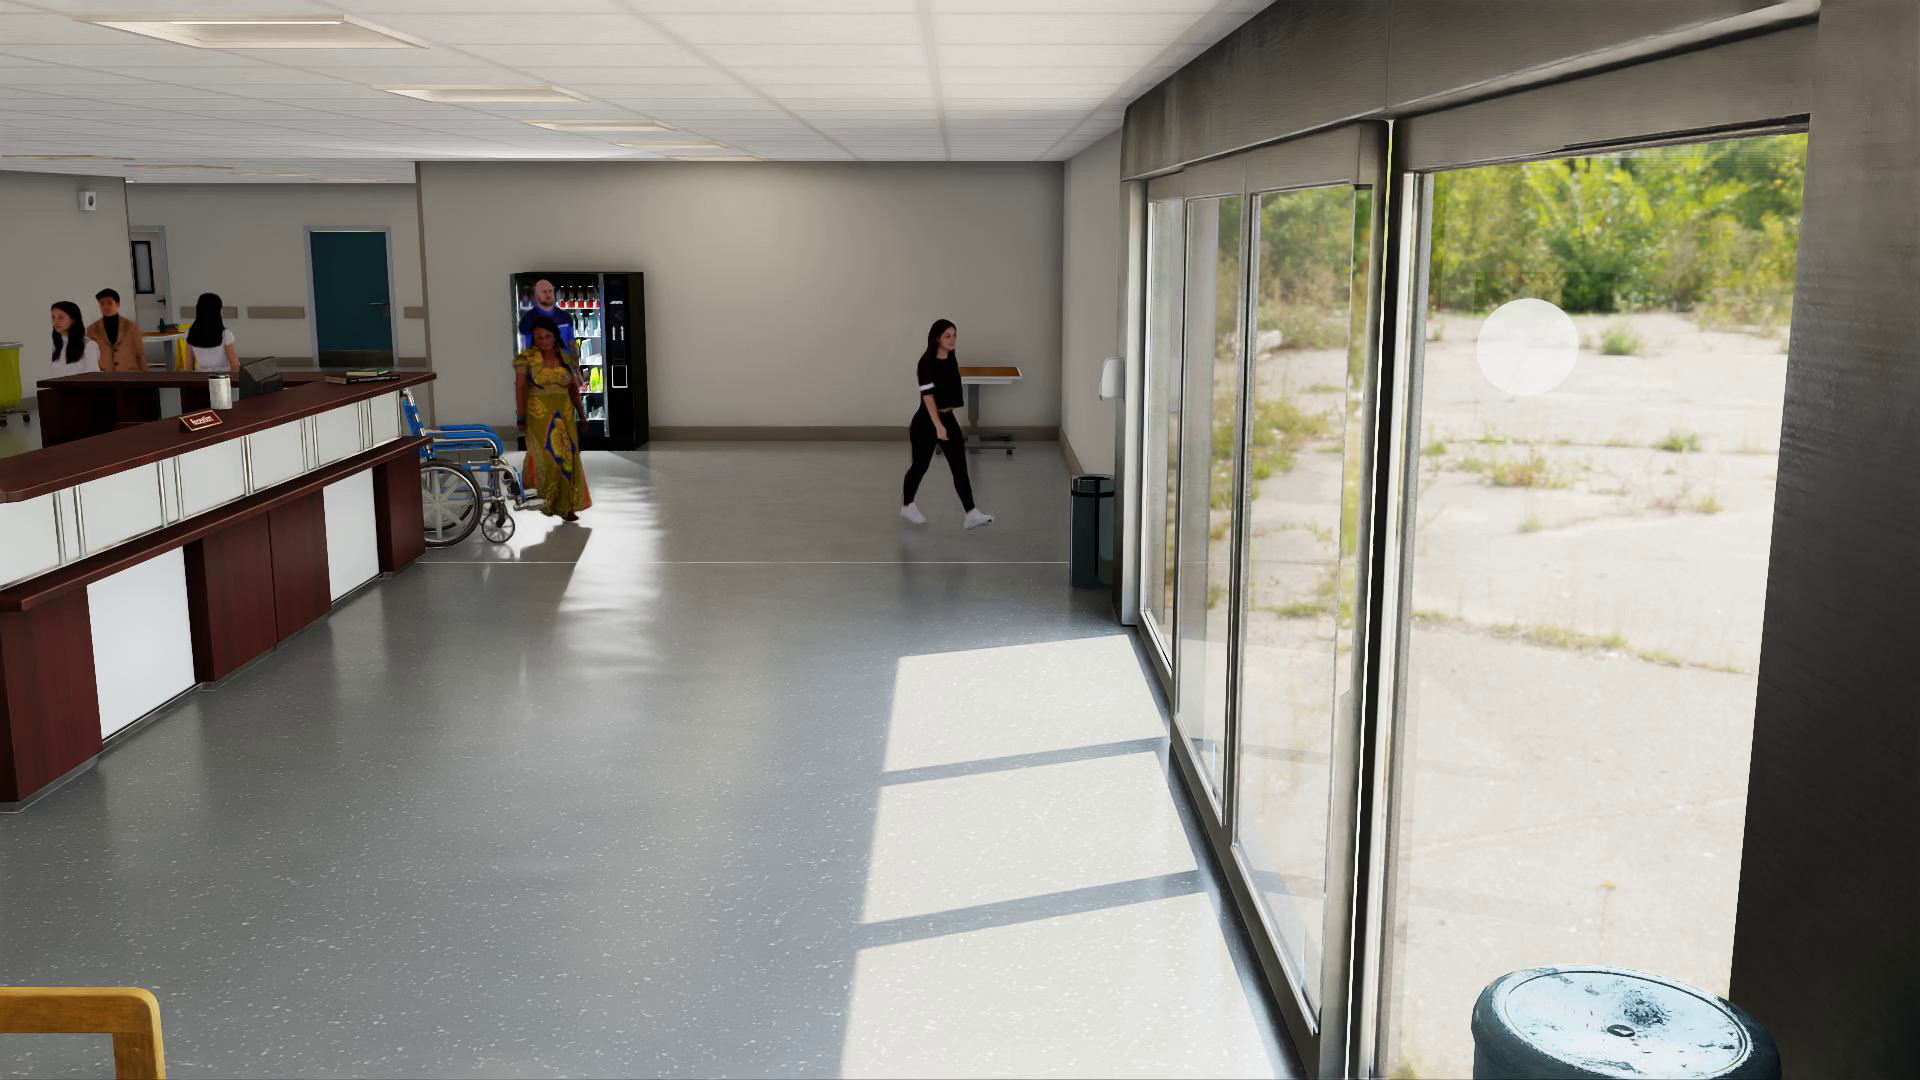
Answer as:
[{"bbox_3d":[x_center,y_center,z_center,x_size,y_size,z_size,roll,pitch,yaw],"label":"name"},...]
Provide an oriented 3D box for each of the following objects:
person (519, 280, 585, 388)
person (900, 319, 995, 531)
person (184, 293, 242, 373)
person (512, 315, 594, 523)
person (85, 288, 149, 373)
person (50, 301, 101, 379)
[{"bbox_3d":[-3.840,-1.494,15.508,1.184,1.804,1.231,-10,15,-42],"label":"person"},{"bbox_3d":[-0.247,-0.848,12.688,1.177,1.586,1.091,9,14,40],"label":"person"},{"bbox_3d":[-6.203,-1.138,13.748,0.638,1.761,0.702,1,11,3],"label":"person"},{"bbox_3d":[-3.264,-0.946,13.057,1.074,1.643,1.016,8,13,37],"label":"person"},{"bbox_3d":[-7.997,-1.527,15.850,1.041,1.699,0.921,-3,11,-15],"label":"person"},{"bbox_3d":[-6.849,-0.999,13.084,0.570,1.735,0.714,1,11,8],"label":"person"}]
